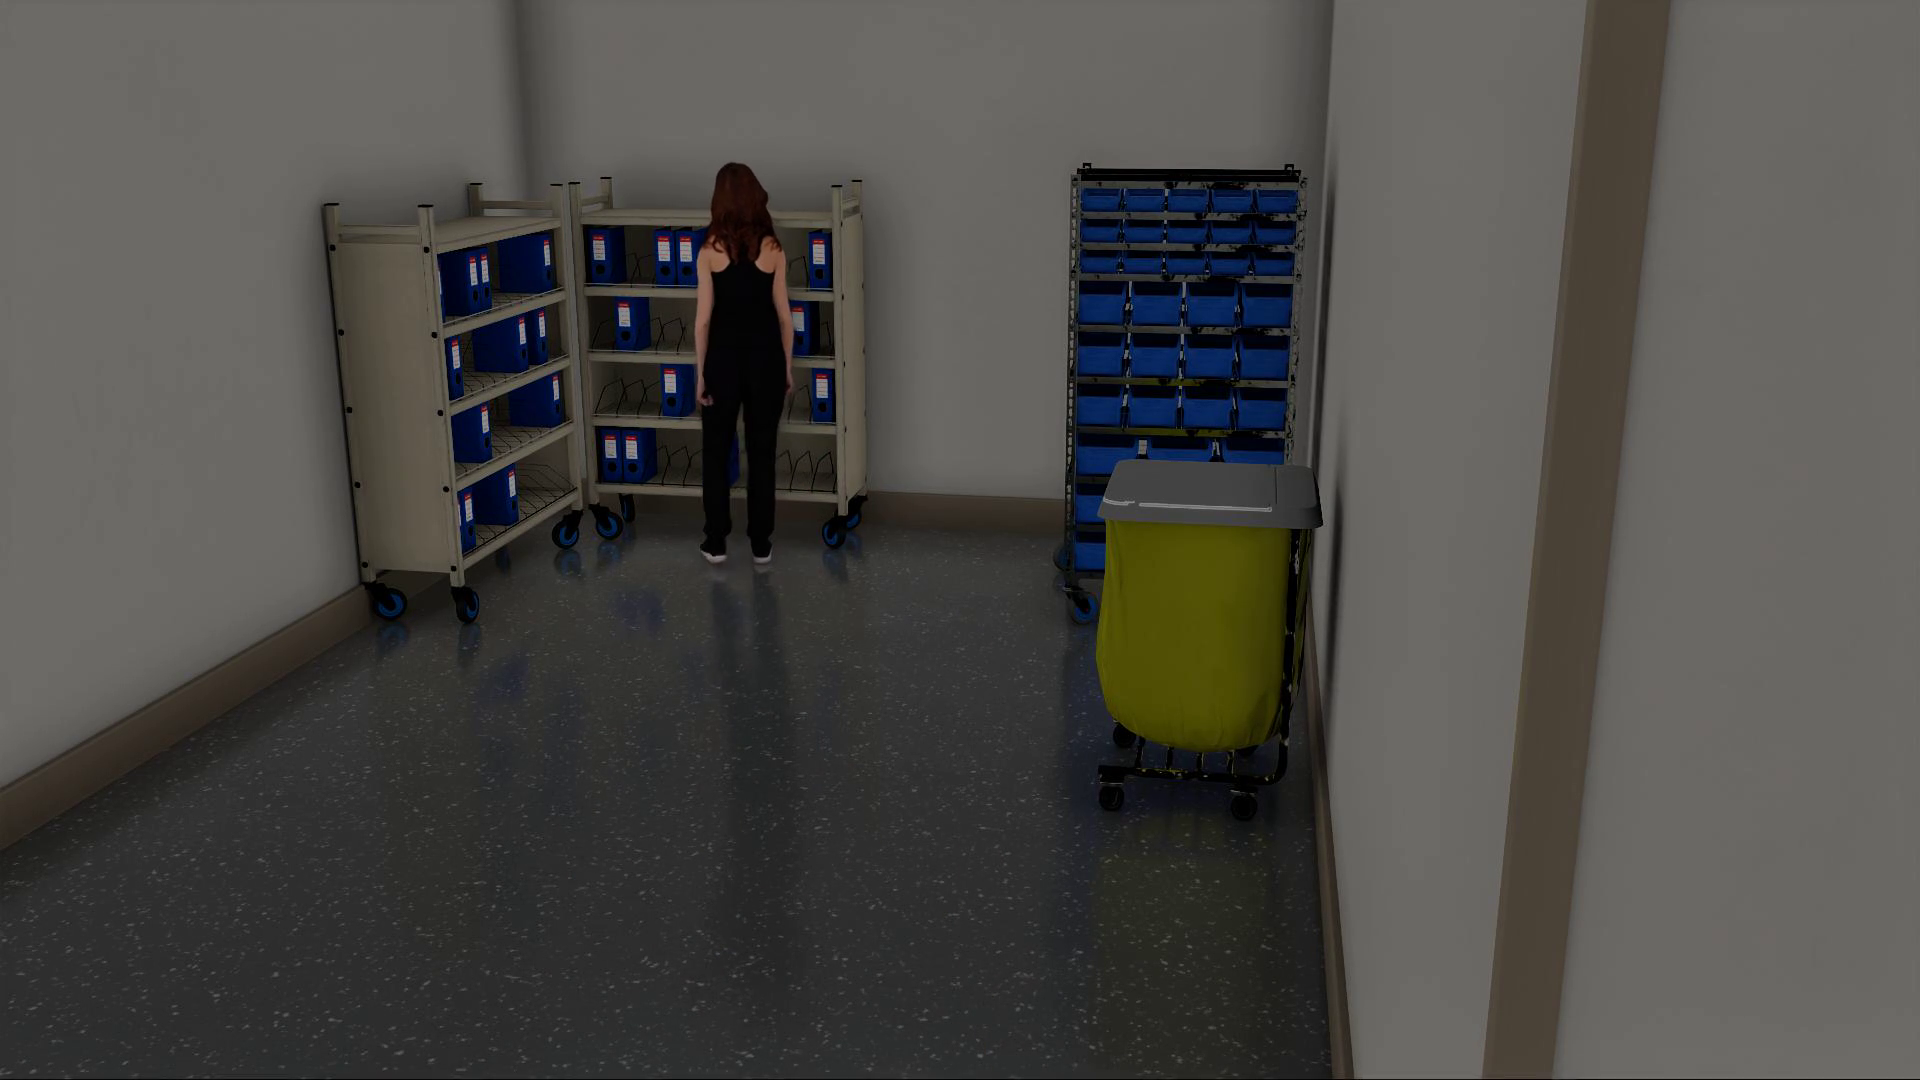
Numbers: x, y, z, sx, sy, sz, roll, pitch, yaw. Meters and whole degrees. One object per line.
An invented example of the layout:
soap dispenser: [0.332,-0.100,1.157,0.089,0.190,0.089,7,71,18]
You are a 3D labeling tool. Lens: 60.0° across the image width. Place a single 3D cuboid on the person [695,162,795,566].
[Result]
person: [-0.919,-0.730,7.143,0.631,1.742,0.741,-3,16,-9]
